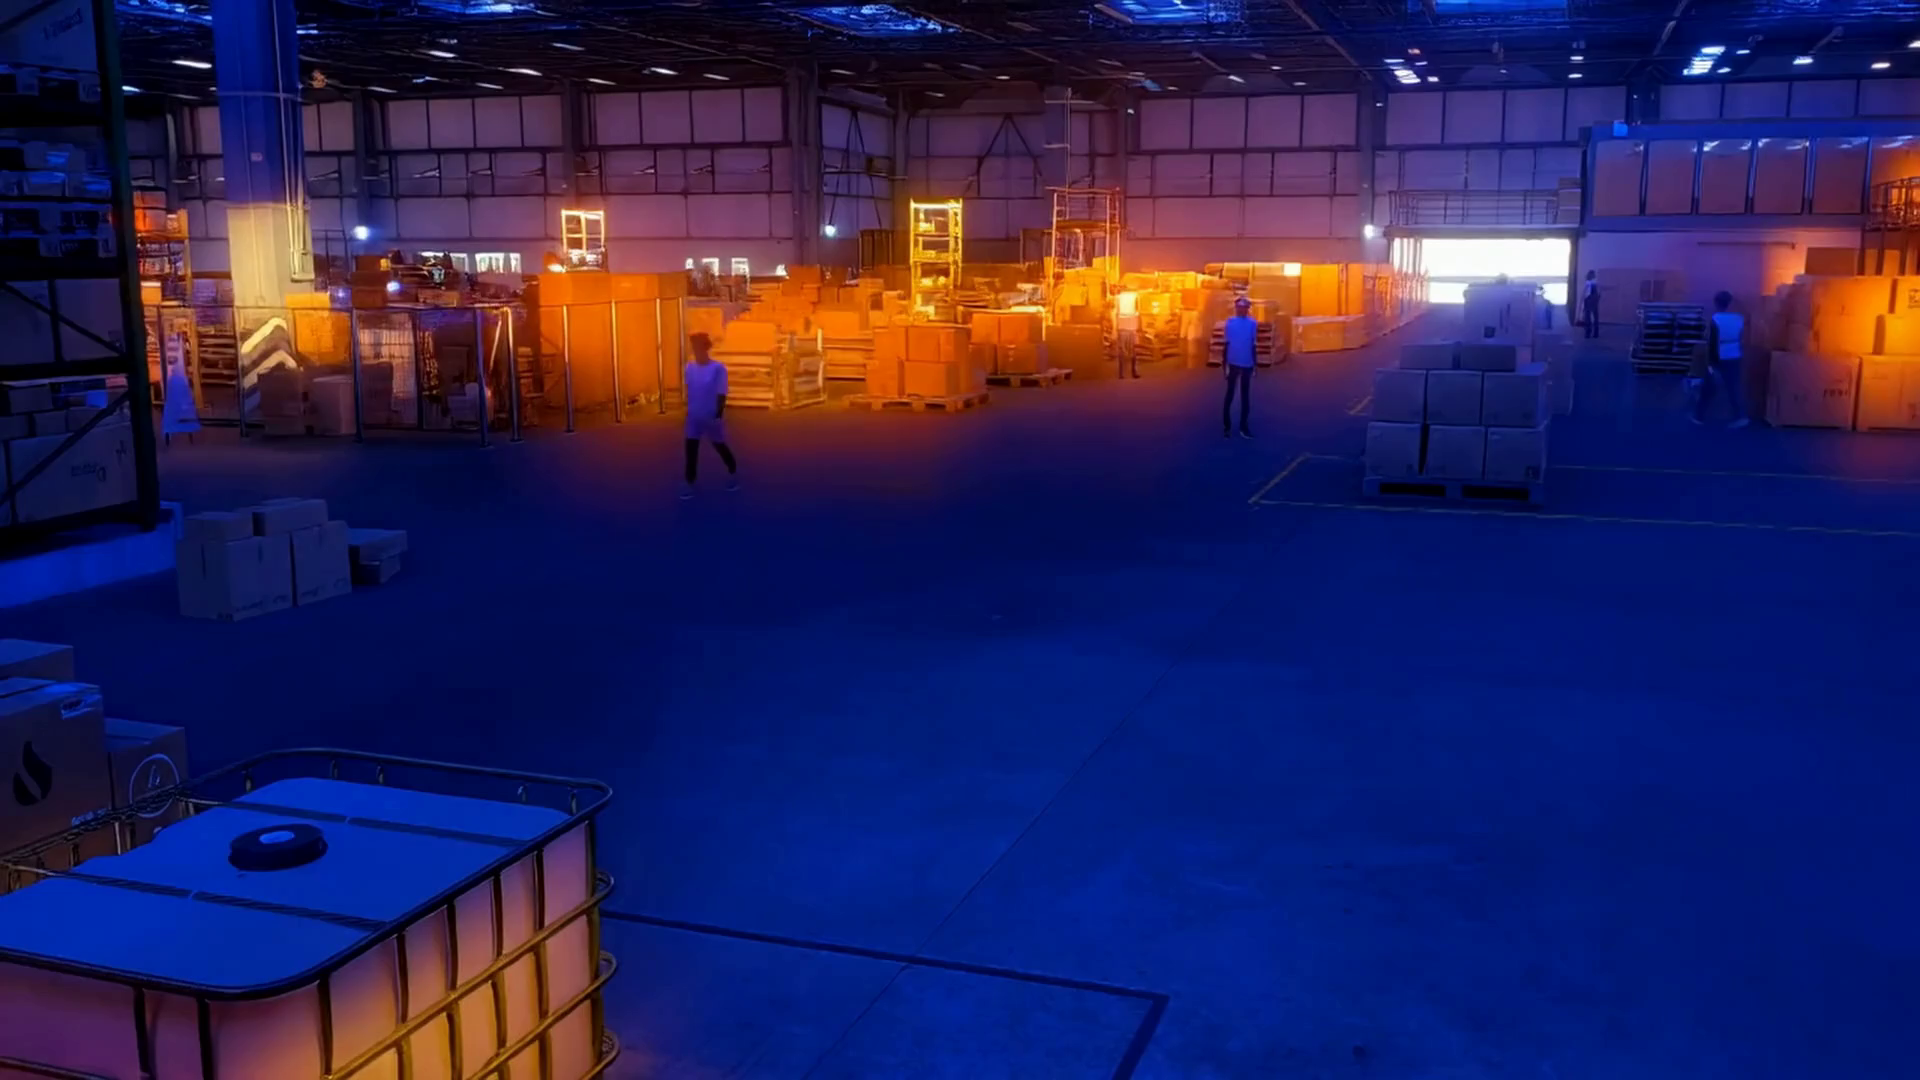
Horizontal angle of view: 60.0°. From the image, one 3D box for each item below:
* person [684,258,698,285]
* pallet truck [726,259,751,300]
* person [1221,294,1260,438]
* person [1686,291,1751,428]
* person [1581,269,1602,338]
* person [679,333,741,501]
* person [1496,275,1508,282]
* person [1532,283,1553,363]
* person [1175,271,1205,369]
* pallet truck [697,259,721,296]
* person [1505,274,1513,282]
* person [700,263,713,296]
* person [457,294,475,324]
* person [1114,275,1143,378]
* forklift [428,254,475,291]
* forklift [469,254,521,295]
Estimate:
[{"bbox_3d":[-9.370,-8.734,57.656,0.401,2.034,0.602,8,13,37],"label":"person"},{"bbox_3d":[-7.986,-9.493,62.019,0.823,1.965,1.885,3,11,17],"label":"pallet truck"},{"bbox_3d":[3.648,-2.253,21.604,0.518,1.874,0.327,-1,10,-7],"label":"person"},{"bbox_3d":[10.527,-2.481,22.910,0.597,1.878,0.960,-4,11,-23],"label":"person"},{"bbox_3d":[16.945,-6.327,44.618,0.515,1.843,0.325,-1,10,-6],"label":"person"},{"bbox_3d":[-2.507,-1.255,16.624,0.534,1.646,0.937,3,10,16],"label":"person"},{"bbox_3d":[10.967,-4.423,33.770,0.553,1.883,0.988,1,10,7],"label":"person"},{"bbox_3d":[11.570,-4.261,33.297,0.531,1.746,0.721,5,11,27],"label":"person"},{"bbox_3d":[4.651,-4.443,33.667,0.608,1.966,0.374,-2,10,-10],"label":"person"},{"bbox_3d":[-9.165,-9.627,62.776,0.823,1.965,1.885,4,11,23],"label":"pallet truck"},{"bbox_3d":[11.984,-4.900,36.527,0.538,1.866,0.313,-1,10,-4],"label":"person"},{"bbox_3d":[-9.157,-9.114,60.327,0.961,1.854,0.631,-2,10,-12],"label":"person"},{"bbox_3d":[-8.901,-3.651,30.232,0.683,1.616,0.504,3,10,16],"label":"person"},{"bbox_3d":[3.177,-4.007,31.296,0.552,1.934,0.373,4,11,19],"label":"person"},{"bbox_3d":[-20.133,-10.254,65.465,1.157,1.987,2.680,3,11,19],"label":"forklift"},{"bbox_3d":[-17.990,-10.121,64.684,1.157,1.987,2.680,3,11,17],"label":"forklift"}]
